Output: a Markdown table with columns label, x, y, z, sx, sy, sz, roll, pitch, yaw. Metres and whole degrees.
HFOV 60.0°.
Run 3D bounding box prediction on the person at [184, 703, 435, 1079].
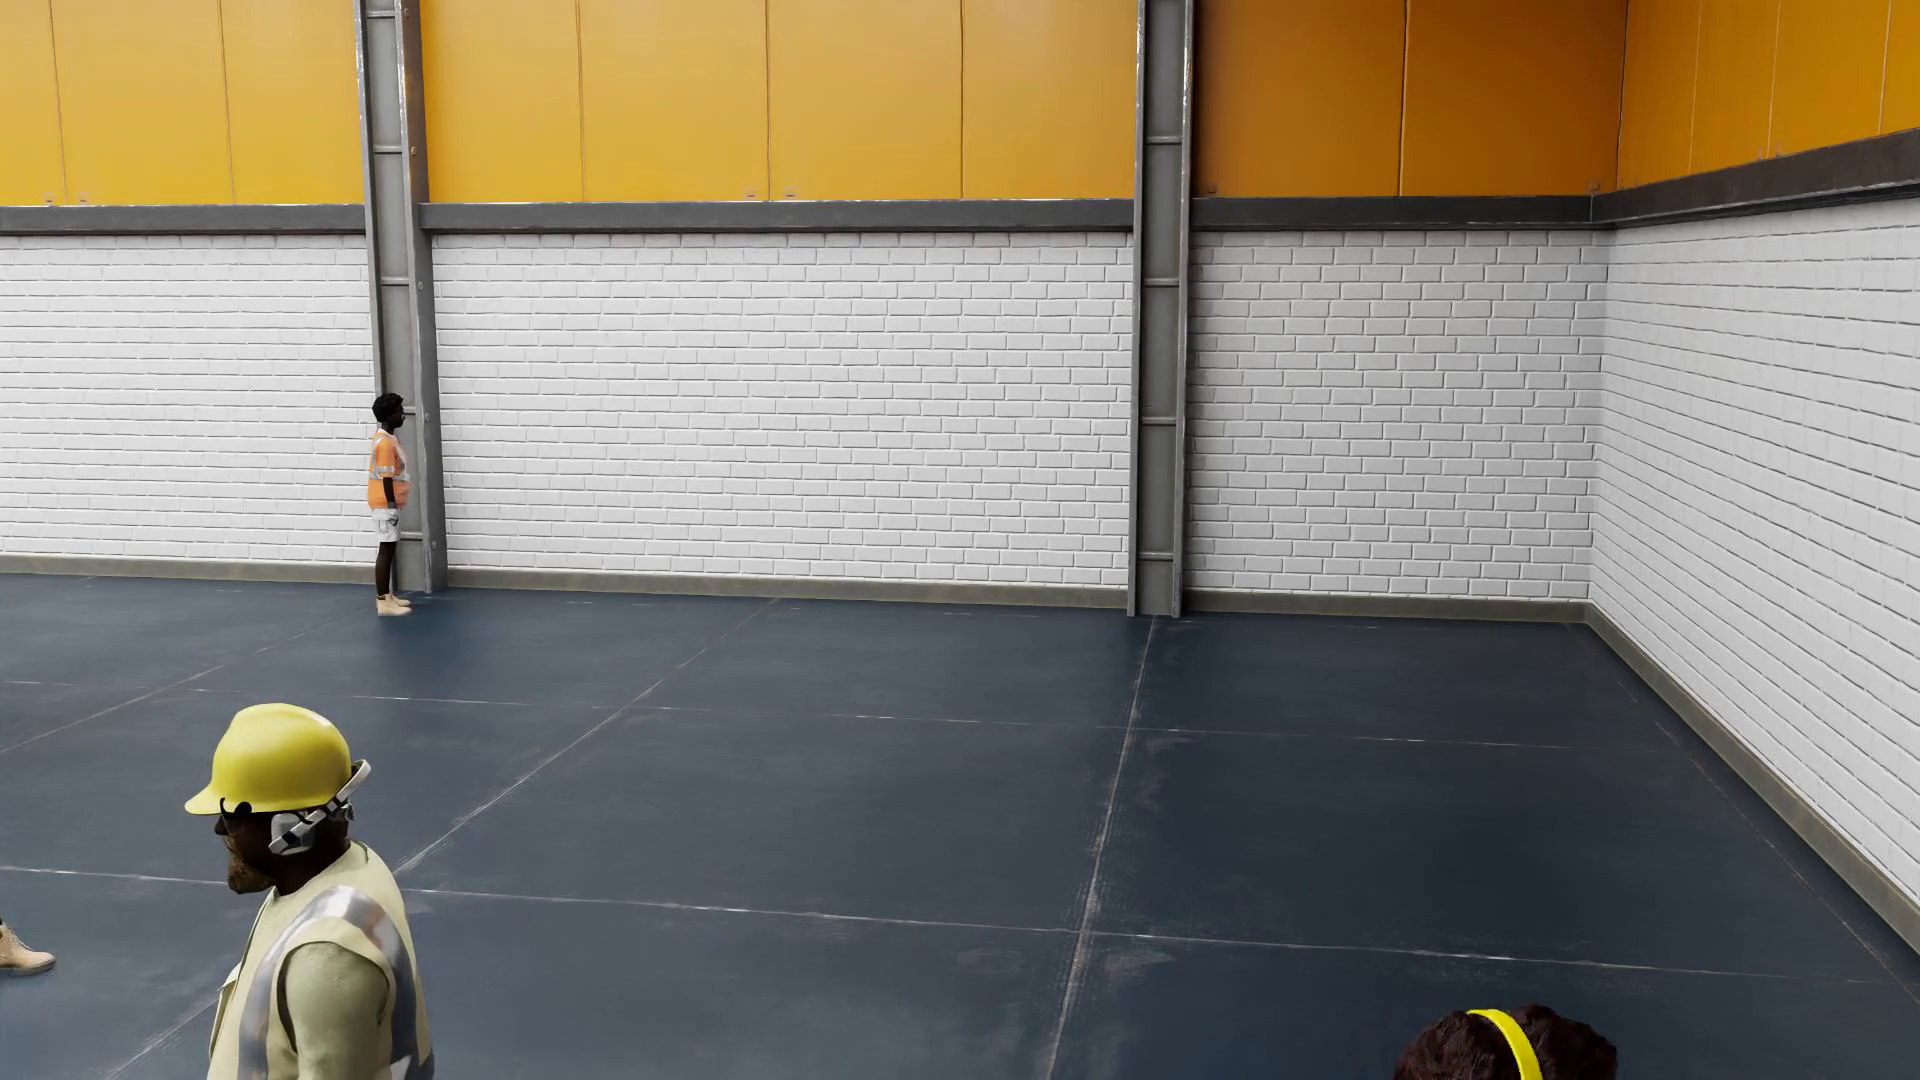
| label | x | y | z | sx | sy | sz | roll | pitch | yaw |
| --- | --- | --- | --- | --- | --- | --- | --- | --- | --- |
| person | -1.197 | 1.198 | 3.139 | 0.403 | 1.825 | 0.591 | -4 | 10 | -22 |

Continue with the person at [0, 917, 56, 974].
| label | x | y | z | sx | sy | sz | roll | pitch | yaw |
| --- | --- | --- | --- | --- | --- | --- | --- | --- | --- |
| person | -3.855 | 0.818 | 5.987 | 0.890 | 1.656 | 0.525 | 0 | 9 | -3 |

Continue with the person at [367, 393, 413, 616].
| label | x | y | z | sx | sy | sz | roll | pitch | yaw |
| --- | --- | --- | --- | --- | --- | --- | --- | --- | --- |
| person | -4.320 | -0.269 | 12.596 | 0.321 | 1.690 | 0.527 | -3 | 10 | -19 |

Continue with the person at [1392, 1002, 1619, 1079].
| label | x | y | z | sx | sy | sz | roll | pitch | yaw |
| --- | --- | --- | --- | --- | --- | --- | --- | --- | --- |
| person | 0.566 | 1.390 | 1.833 | 0.551 | 1.851 | 0.548 | -1 | 9 | -4 |
